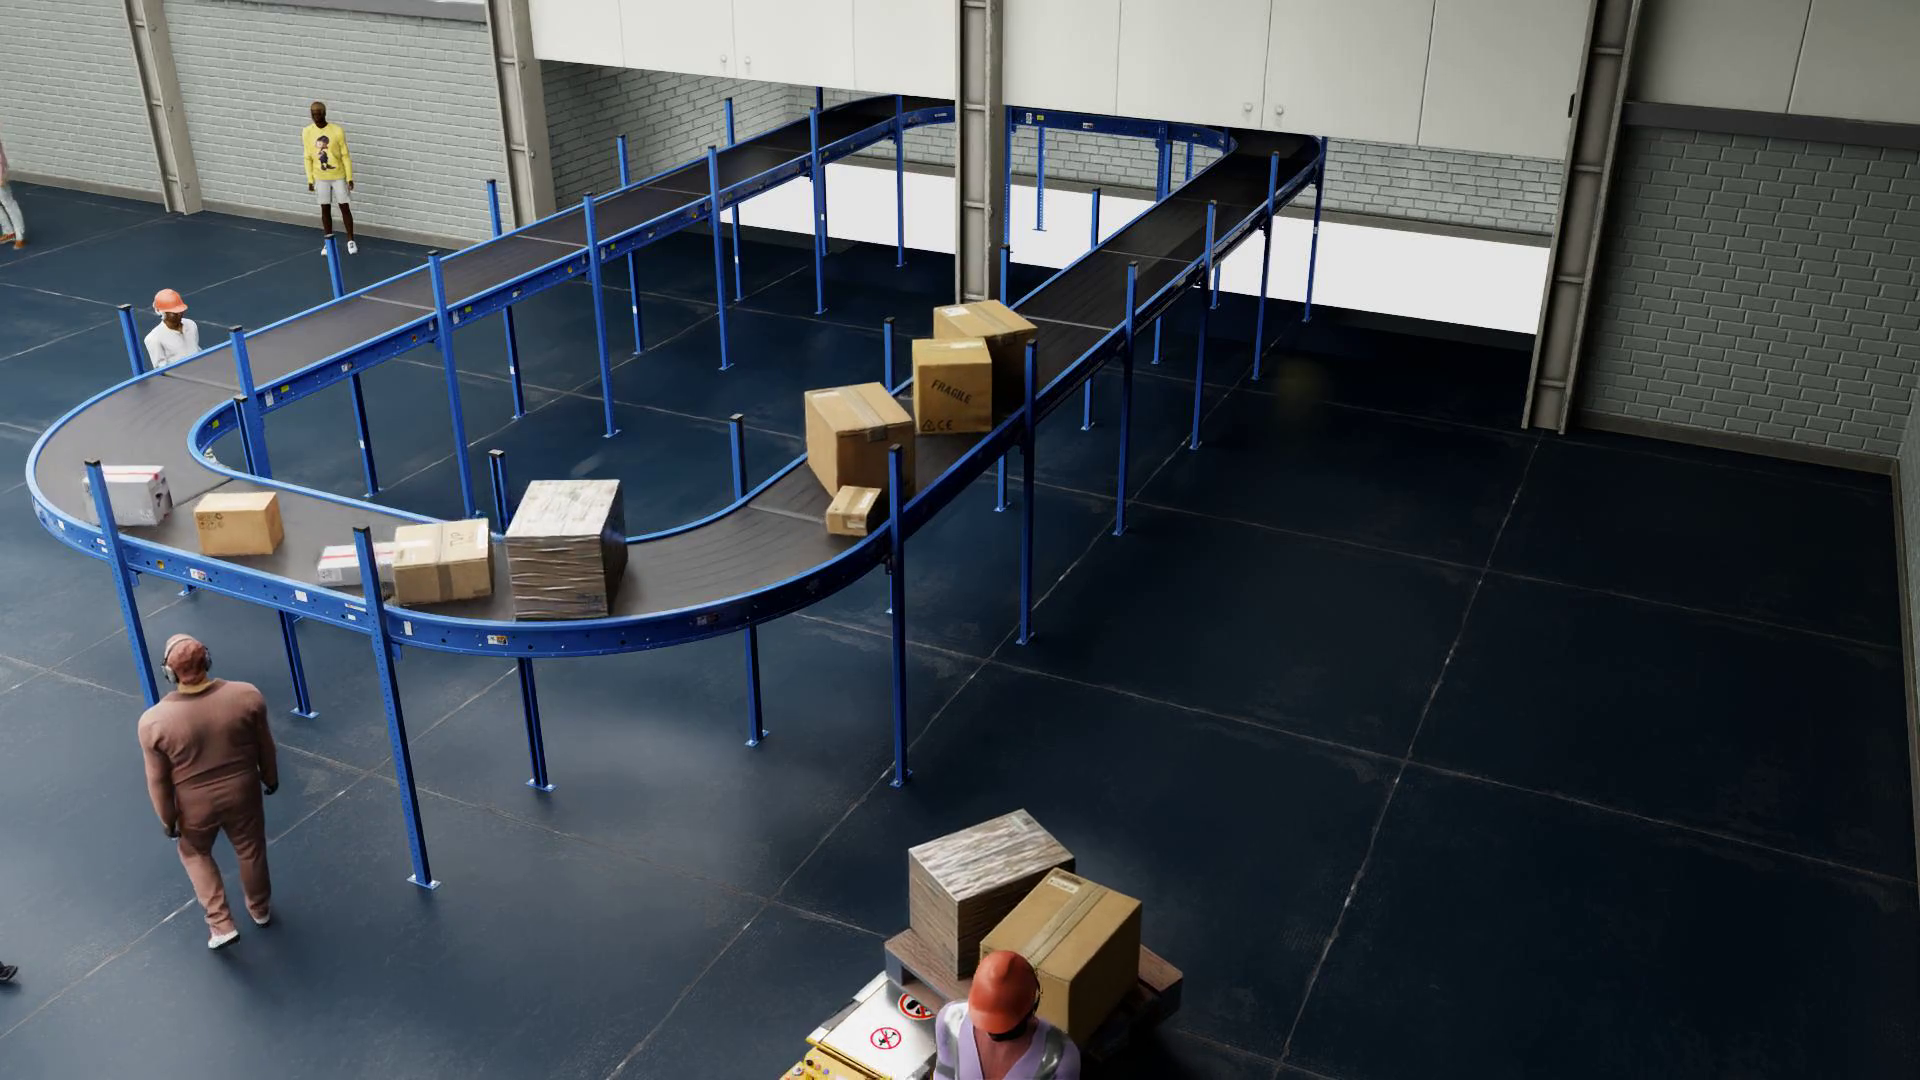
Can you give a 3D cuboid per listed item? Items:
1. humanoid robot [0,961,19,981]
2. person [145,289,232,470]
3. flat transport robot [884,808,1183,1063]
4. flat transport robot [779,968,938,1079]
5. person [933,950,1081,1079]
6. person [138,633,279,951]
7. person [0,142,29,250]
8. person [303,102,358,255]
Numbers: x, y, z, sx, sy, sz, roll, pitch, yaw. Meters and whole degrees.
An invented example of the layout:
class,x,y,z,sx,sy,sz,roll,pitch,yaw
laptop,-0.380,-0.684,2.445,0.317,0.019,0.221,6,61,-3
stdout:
class,x,y,z,sx,sy,sz,roll,pitch,yaw
humanoid robot,-5.417,1.606,8.730,0.785,1.636,0.609,8,27,15
person,-6.747,-1.345,14.514,0.328,1.751,0.562,7,27,14
flat transport robot,0.353,2.427,8.585,1.431,0.231,0.659,-21,34,-36
flat transport robot,-0.239,2.491,8.456,0.659,0.231,1.431,18,32,32
person,0.162,2.439,6.587,0.604,2.035,0.395,12,29,23
person,-3.987,1.347,8.934,0.652,1.899,0.520,-17,31,-30
person,-12.197,-4.637,20.970,0.389,1.915,0.720,-20,33,-35
person,-7.848,-4.512,20.735,0.546,1.898,0.370,-4,27,-8
